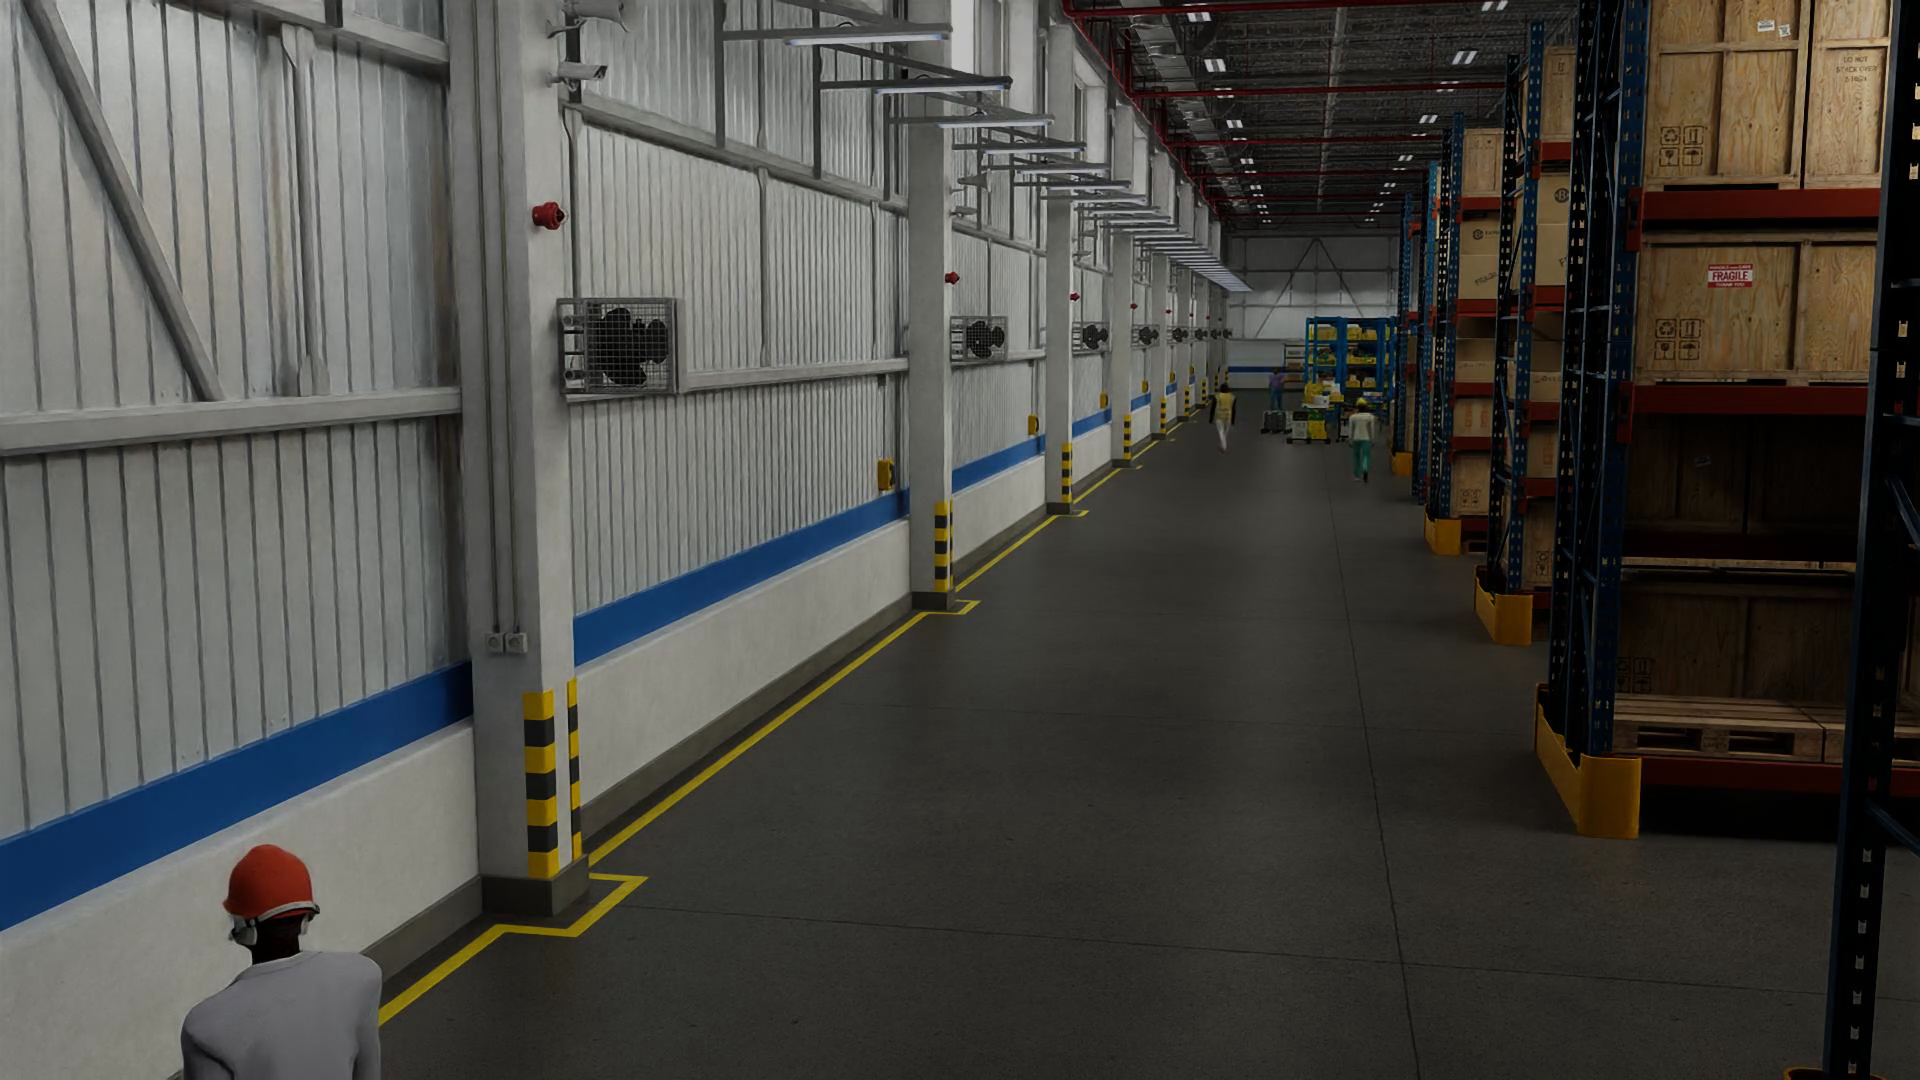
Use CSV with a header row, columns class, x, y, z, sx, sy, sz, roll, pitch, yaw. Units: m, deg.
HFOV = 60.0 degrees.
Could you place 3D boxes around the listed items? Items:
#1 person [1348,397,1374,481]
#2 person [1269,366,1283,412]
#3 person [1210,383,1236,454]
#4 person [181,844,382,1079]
class,x,y,z,sx,sy,sz,roll,pitch,yaw
person,8.314,-2.085,34.520,0.542,1.755,0.381,1,7,8
person,12.095,-5.732,63.556,0.567,1.814,0.813,3,8,26
person,6.749,-3.117,42.620,0.617,1.809,0.932,-2,7,-16
person,-1.810,1.674,4.457,0.329,1.752,0.563,5,9,35
